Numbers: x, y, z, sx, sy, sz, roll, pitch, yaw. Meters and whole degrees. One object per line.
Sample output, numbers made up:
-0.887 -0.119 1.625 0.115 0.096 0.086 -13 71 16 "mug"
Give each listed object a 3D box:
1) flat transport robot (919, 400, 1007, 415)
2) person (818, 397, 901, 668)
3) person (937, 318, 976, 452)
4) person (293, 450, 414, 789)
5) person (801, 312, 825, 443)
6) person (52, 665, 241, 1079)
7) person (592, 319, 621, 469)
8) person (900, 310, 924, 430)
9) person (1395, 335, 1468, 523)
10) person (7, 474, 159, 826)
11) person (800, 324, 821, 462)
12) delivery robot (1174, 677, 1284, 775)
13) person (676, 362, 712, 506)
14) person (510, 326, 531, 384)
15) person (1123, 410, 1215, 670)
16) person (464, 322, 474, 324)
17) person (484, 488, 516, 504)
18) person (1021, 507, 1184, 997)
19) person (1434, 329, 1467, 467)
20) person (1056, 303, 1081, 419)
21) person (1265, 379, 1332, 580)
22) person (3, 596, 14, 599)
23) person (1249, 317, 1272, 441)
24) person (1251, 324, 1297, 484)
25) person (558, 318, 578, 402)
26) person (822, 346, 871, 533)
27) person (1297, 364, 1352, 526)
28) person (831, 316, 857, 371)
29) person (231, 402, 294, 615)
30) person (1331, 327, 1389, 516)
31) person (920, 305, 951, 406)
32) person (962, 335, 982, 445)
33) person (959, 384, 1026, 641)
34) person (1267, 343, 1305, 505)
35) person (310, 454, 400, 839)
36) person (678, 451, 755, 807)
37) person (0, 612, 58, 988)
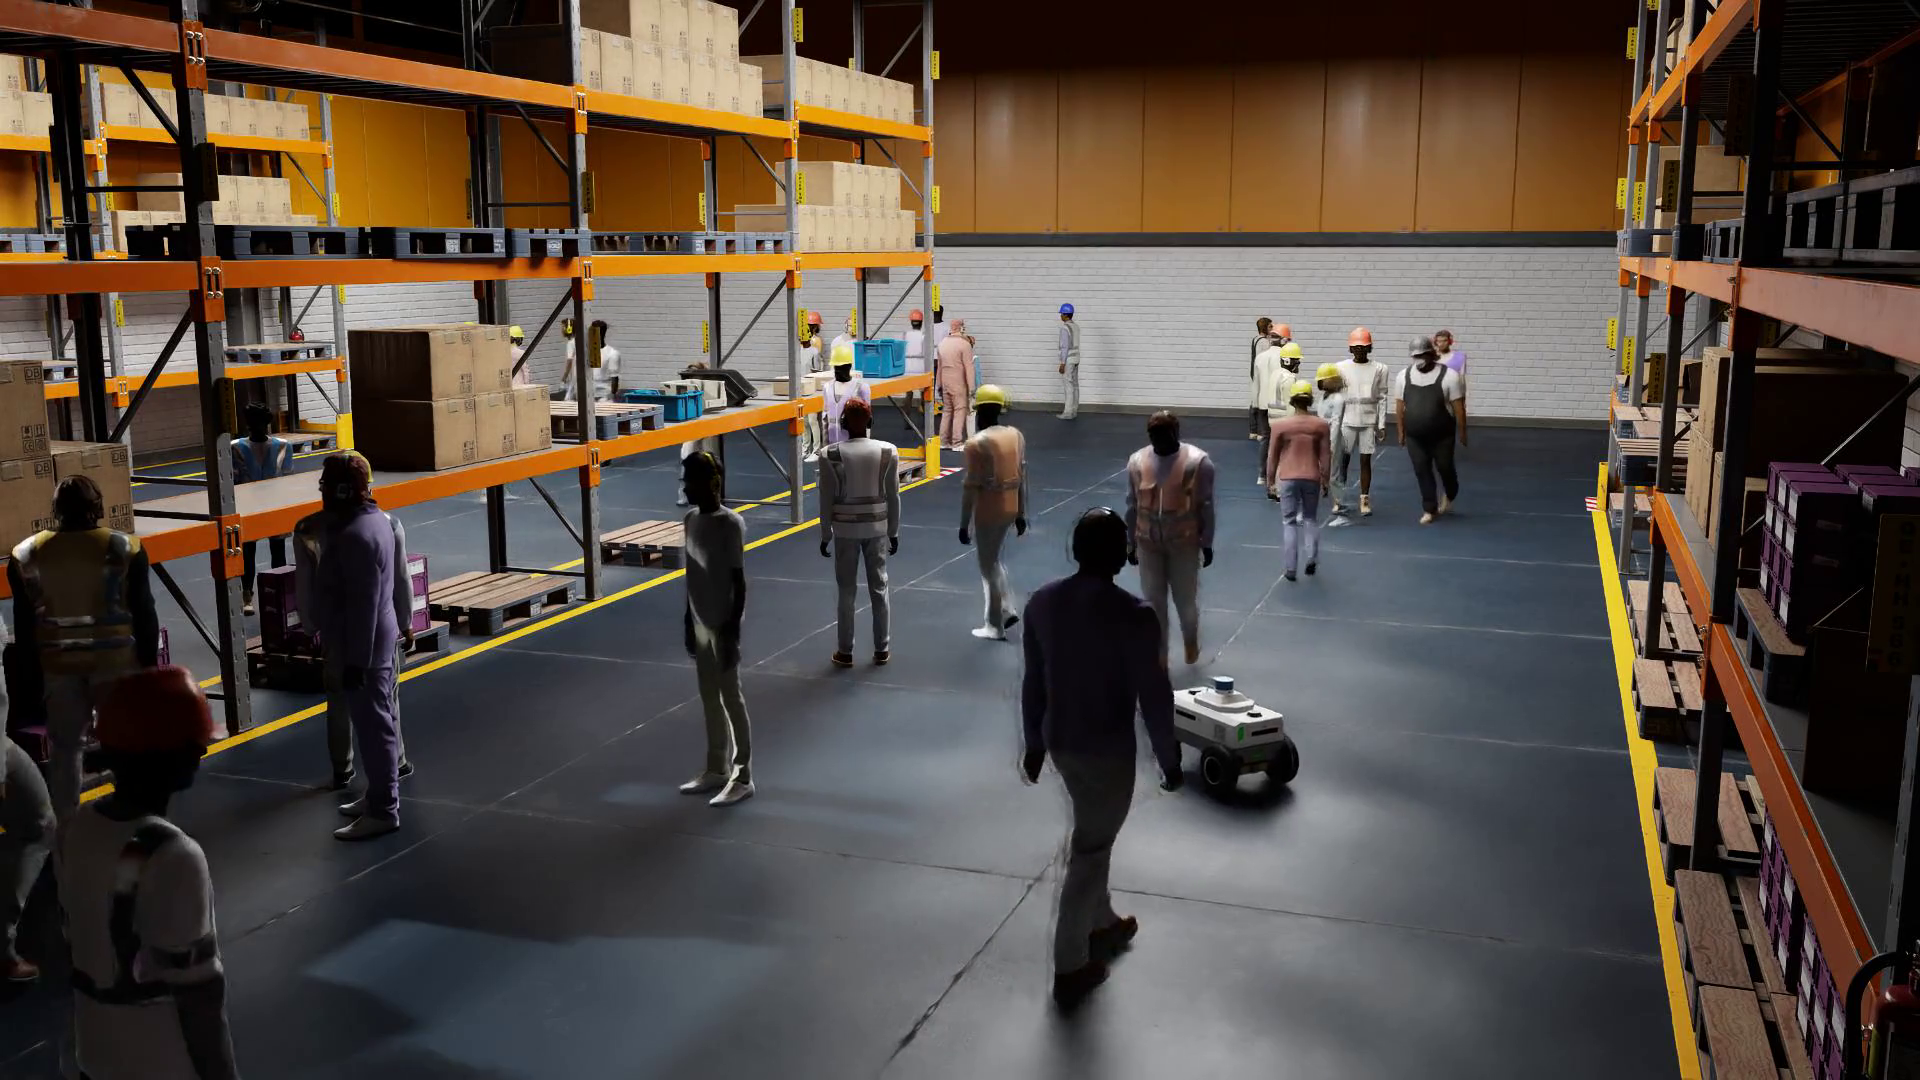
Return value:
0.041 -2.312 28.824 1.431 0.197 0.652 -2 10 -10 "flat transport robot"
-0.697 -0.050 11.545 0.575 1.885 0.355 -3 10 -15 "person"
-0.037 -2.199 23.635 0.399 1.897 0.683 -8 13 -39 "person"
-3.251 0.431 8.980 0.600 1.829 0.404 -1 10 -8 "person"
-2.161 -2.411 24.687 0.362 1.936 0.552 -8 13 -39 "person"
-1.971 1.254 4.101 0.543 1.920 0.447 9 13 40 "person"
-4.716 -1.905 21.779 0.658 1.955 0.431 7 12 34 "person"
-0.685 -2.723 26.594 0.564 1.891 0.904 2 10 14 "person"
5.004 -1.213 17.650 0.750 2.000 0.794 7 12 34 "person"
-4.202 0.596 8.053 0.633 1.835 0.429 -2 10 -11 "person"
-2.071 -1.983 22.470 0.315 1.869 0.534 -8 13 -39 "person"
1.445 0.995 9.134 0.477 0.478 0.707 -6 12 -29 "delivery robot"
-2.942 -1.168 18.606 0.523 1.615 0.687 2 10 9 "person"
-6.361 -2.185 23.900 0.525 1.769 0.312 6 12 31 "person"
1.414 0.017 11.332 0.640 1.824 0.437 4 11 23 "person"
-7.416 -2.434 25.305 0.533 1.767 0.325 5 11 27 "person"
-5.268 -1.226 18.907 0.319 1.639 0.502 -5 11 -25 "person"
0.616 0.814 6.619 0.807 1.913 0.634 -9 13 -41 "person"
6.400 -1.878 21.993 0.603 1.825 0.488 4 11 20 "person"
1.826 -3.013 28.047 0.399 1.949 0.605 5 11 26 "person"
2.970 -0.523 14.584 0.538 1.750 0.436 0 10 0 "person"
-7.993 -0.347 13.472 0.600 1.805 0.858 6 12 30 "person"
4.540 -2.415 24.971 0.346 1.846 0.506 -3 10 -15 "person"
3.817 -1.626 20.183 0.572 1.966 0.748 -8 13 -39 "person"
-5.764 -2.347 24.594 0.763 1.840 0.537 -1 10 -6 "person"
-1.159 -0.991 16.746 0.589 1.922 0.392 7 12 35 "person"
3.764 -0.972 17.242 0.721 1.692 0.516 -2 10 -14 "person"
-1.547 -2.300 24.156 0.652 1.904 0.403 -4 11 -23 "person"
-5.552 -0.255 13.231 0.529 1.695 0.321 -6 12 -31 "person"
4.299 -1.271 17.971 0.615 2.041 0.392 2 10 12 "person"
-0.387 -3.057 28.403 0.590 1.912 0.398 2 10 10 "person"
0.104 -2.112 23.833 0.514 1.644 0.307 10 14 43 "person"
0.218 -0.195 12.302 0.435 1.900 0.617 9 14 43 "person"
3.682 -1.308 18.780 0.404 1.827 0.600 -1 10 -8 "person"
-3.000 0.519 8.269 0.403 1.911 0.637 -2 10 -13 "person"
-1.283 0.457 8.748 0.323 1.870 0.536 -10 14 -43 "person"
-3.841 0.833 6.462 0.635 1.927 0.436 4 11 23 "person"
